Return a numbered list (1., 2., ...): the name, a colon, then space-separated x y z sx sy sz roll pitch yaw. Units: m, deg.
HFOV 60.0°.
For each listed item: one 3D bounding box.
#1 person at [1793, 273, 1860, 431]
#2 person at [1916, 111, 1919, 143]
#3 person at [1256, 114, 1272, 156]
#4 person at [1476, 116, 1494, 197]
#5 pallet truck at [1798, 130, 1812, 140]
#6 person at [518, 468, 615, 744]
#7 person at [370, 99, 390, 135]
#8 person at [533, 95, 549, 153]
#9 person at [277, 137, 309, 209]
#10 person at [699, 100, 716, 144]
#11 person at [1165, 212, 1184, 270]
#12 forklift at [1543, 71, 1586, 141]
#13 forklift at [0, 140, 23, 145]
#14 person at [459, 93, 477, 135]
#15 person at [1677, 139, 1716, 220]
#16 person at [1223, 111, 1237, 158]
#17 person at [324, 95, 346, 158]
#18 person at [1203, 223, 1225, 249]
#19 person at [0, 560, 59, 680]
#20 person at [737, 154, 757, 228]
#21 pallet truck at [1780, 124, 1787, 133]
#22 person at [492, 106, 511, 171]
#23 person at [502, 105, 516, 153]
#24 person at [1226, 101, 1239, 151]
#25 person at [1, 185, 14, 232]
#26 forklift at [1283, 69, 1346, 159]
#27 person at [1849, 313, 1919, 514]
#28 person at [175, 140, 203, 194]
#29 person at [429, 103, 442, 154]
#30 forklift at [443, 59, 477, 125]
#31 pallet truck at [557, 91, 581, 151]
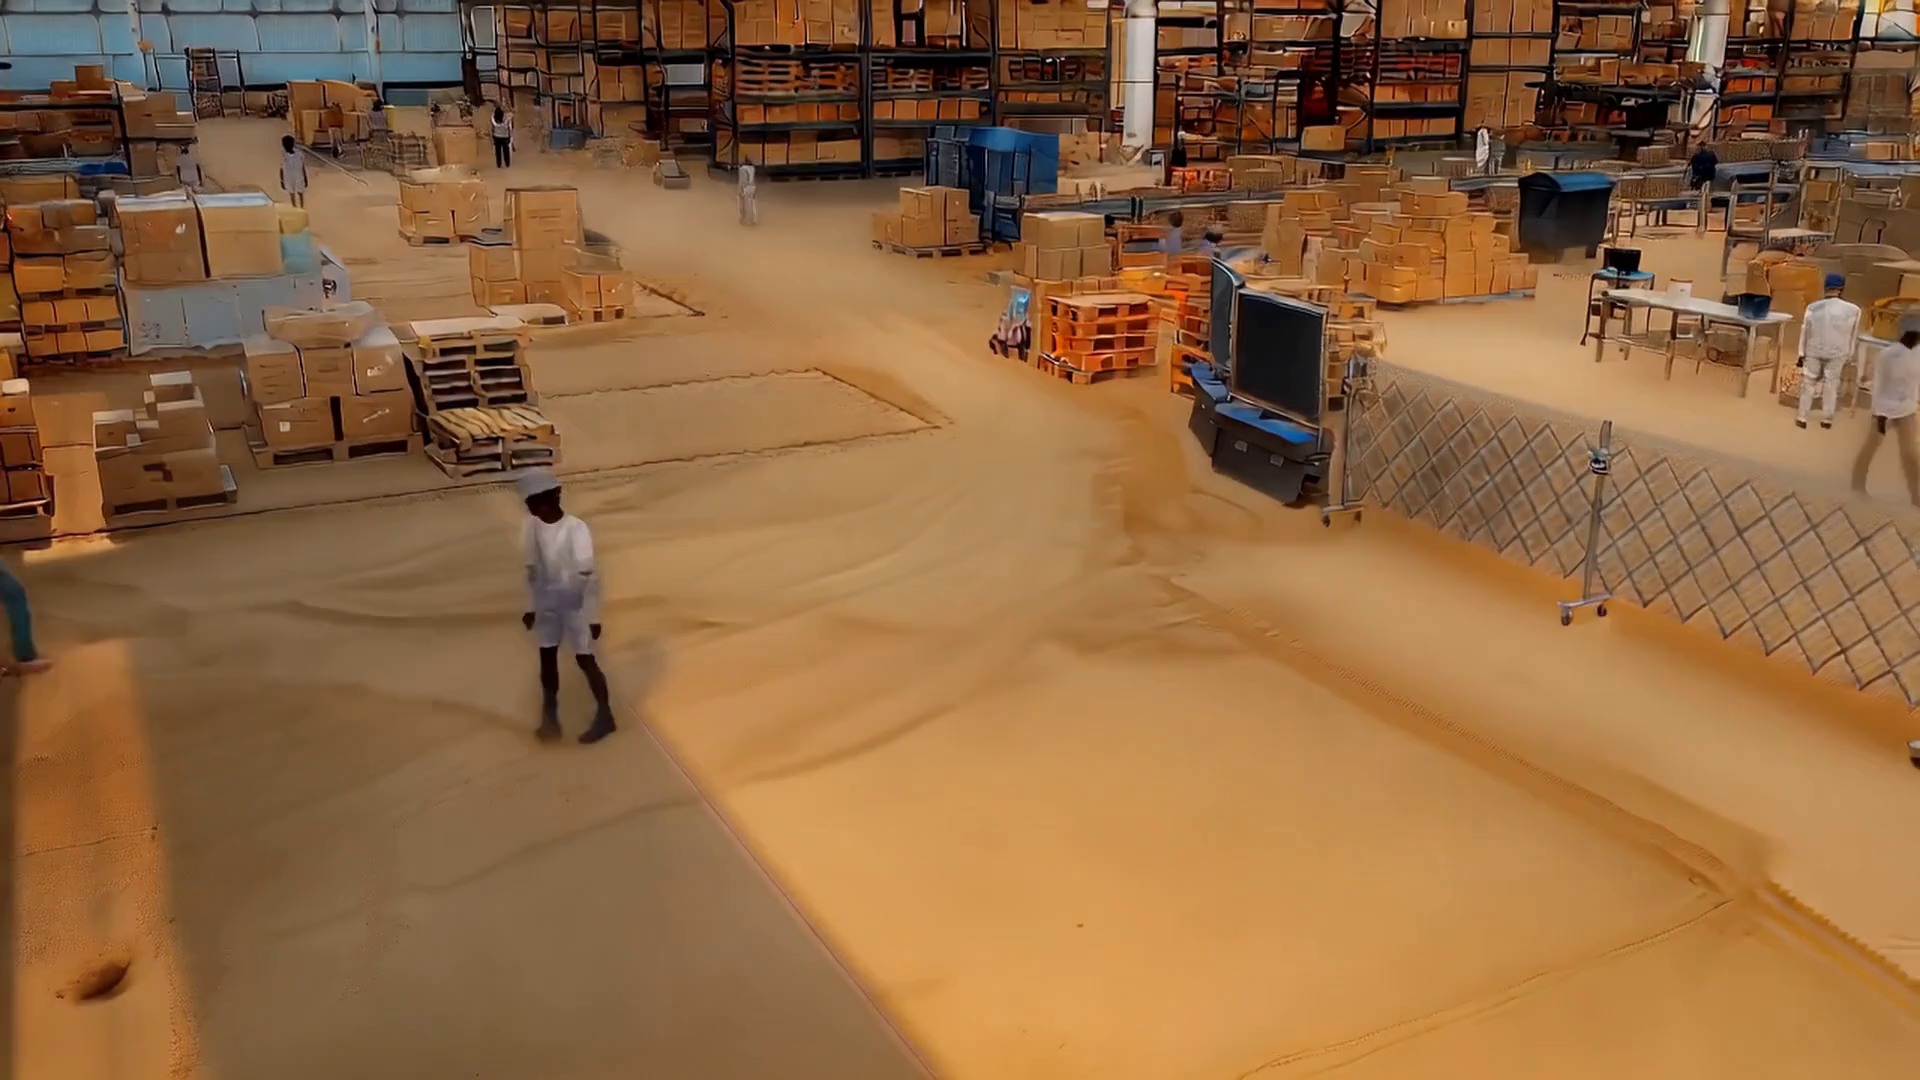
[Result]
1. person: 10.067 -2.183 19.351 0.595 1.824 0.404 6 19 17
2. person: 35.204 -15.487 60.543 0.609 1.995 0.376 -4 18 -14
3. person: 8.408 -10.842 46.234 0.386 1.909 0.686 9 20 26
4. person: 13.629 -9.961 43.239 0.378 2.042 0.615 -1 18 -3
5. pallet truck: 25.526 -11.556 49.408 1.630 1.274 0.653 -9 20 -26
6. person: -2.617 0.441 11.037 0.577 1.905 0.448 10 20 29
7. person: -18.880 -13.378 54.151 1.024 1.894 0.647 16 23 40
8. person: -14.160 -14.040 56.161 0.419 1.917 0.662 6 19 17
9. person: -15.319 -8.305 38.268 0.618 1.930 0.957 -6 19 -18
10. person: -8.754 -14.303 57.367 0.625 1.679 0.540 -8 19 -22
11. person: 3.506 -4.549 27.095 0.851 1.583 0.516 4 18 13
12. forklift: 18.685 -13.231 52.085 1.873 2.768 1.129 -9 20 -26
13. forklift: -34.684 -15.432 58.943 1.873 2.768 1.129 -2 18 -7
14. person: -16.892 -14.362 57.149 0.570 1.915 0.571 -14 23 -37
15. person: 17.040 -8.340 38.479 0.953 1.847 0.663 -4 18 -13
16. person: 8.461 -12.574 52.005 0.879 1.634 0.599 -11 21 -31
17. person: -20.519 -13.581 54.598 0.371 1.997 0.622 17 24 42
18. person: 3.769 -3.881 24.839 0.835 1.693 0.555 7 19 20
19. person: -7.087 0.118 12.120 0.597 1.849 0.696 11 21 31
20. person: -4.789 -7.805 37.202 0.573 1.620 0.521 13 22 35
21. pallet truck: 25.206 -12.542 52.601 1.601 1.201 0.680 0 18 -2
22. person: -13.820 -12.089 50.127 0.595 1.892 0.796 0 18 -1
23. person: -15.189 -13.819 56.007 0.520 1.597 0.825 -9 20 -27
24. person: 9.317 -14.341 57.128 0.529 1.889 0.662 -7 19 -22
25. person: -17.416 -5.773 30.185 0.711 2.000 0.697 -2 18 -6
26. forklift: 11.615 -13.871 54.079 1.129 2.768 1.873 -9 20 -27
27. person: 9.130 -1.222 16.130 0.611 1.947 0.978 -3 18 -10
28. person: -17.735 -8.268 38.264 0.533 1.852 0.475 -2 18 -8
29. person: -17.551 -13.755 55.633 0.560 1.679 0.534 10 20 28
30. forklift: -19.045 -17.199 64.454 1.873 2.768 1.129 -9 20 -26
31. pallet truck: -13.495 -14.412 57.188 0.823 1.965 1.885 -3 18 -9
